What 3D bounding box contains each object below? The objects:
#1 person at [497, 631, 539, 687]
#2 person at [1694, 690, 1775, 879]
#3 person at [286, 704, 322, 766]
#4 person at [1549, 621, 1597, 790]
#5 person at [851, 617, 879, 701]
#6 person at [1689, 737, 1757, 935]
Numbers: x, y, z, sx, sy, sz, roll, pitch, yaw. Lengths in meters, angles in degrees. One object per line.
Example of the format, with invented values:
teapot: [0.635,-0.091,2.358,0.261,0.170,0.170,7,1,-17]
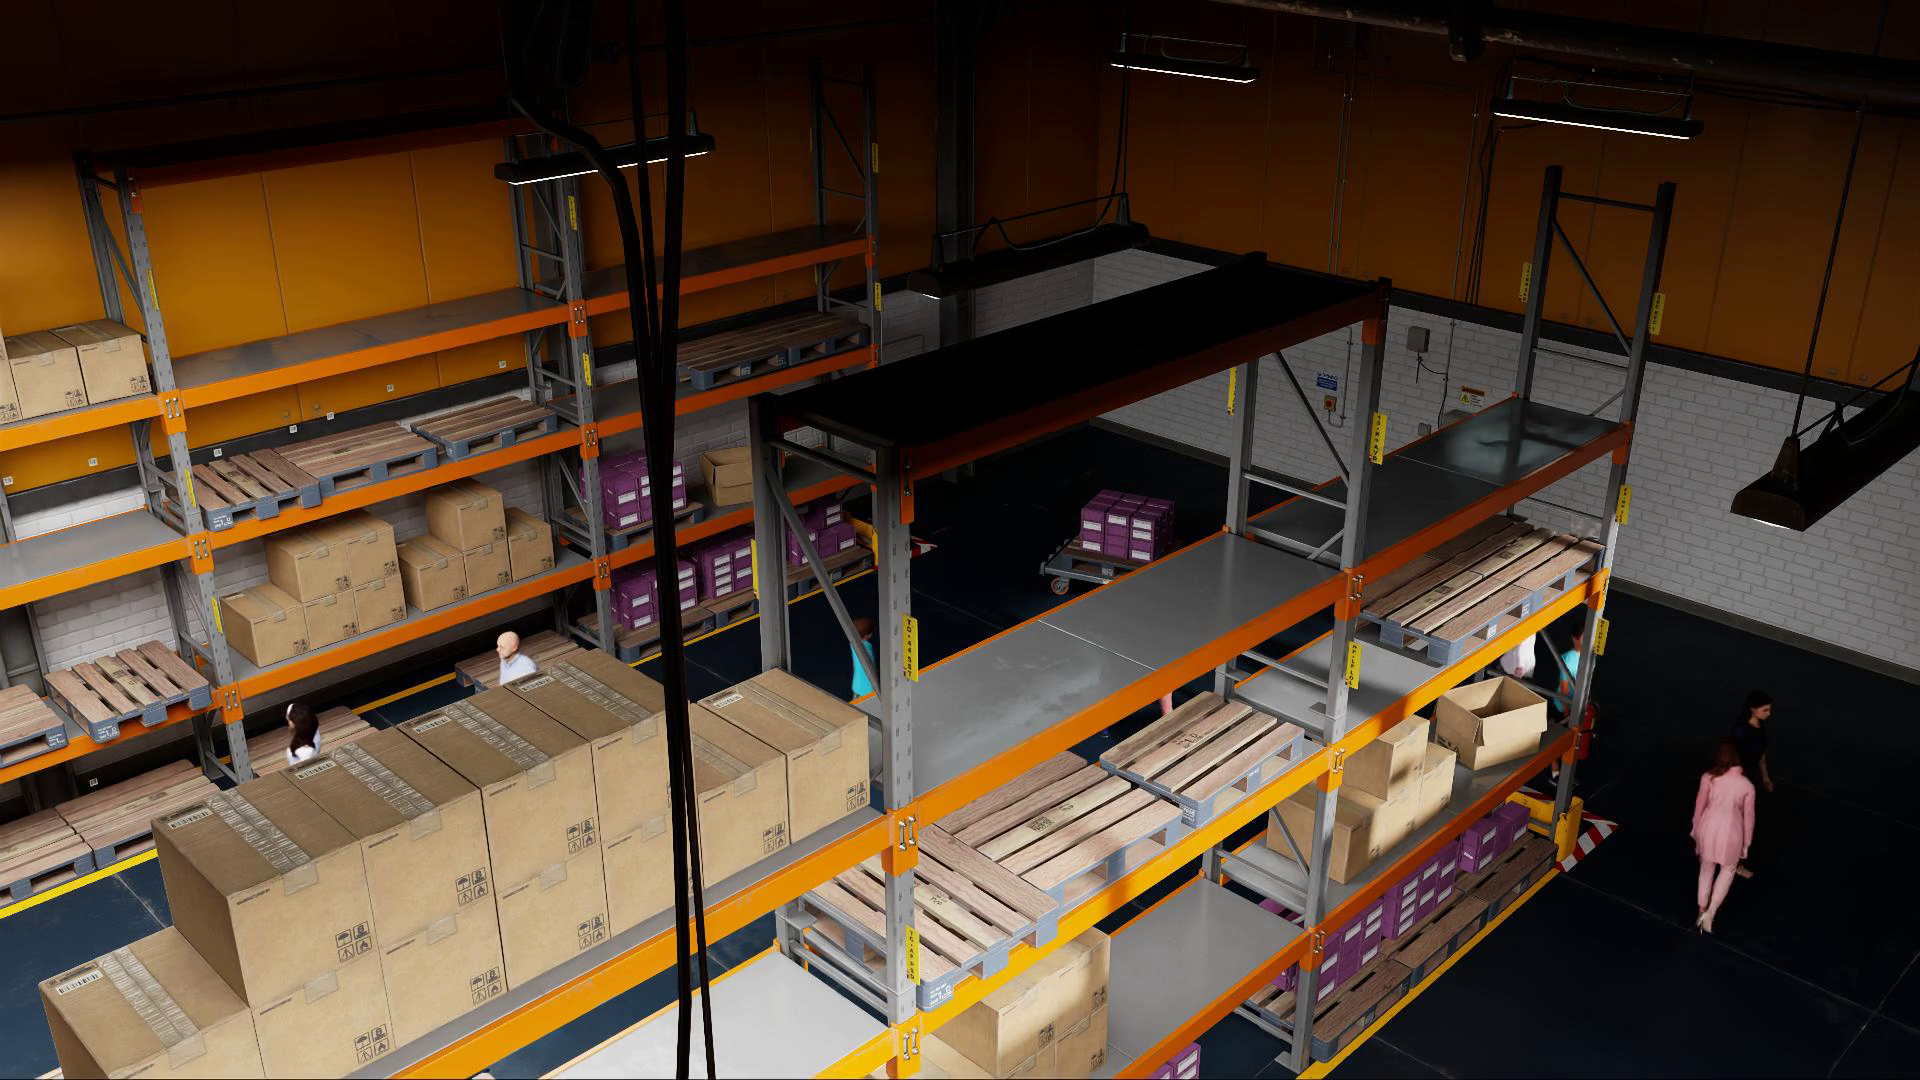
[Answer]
person: [-4.055,1.646,15.373,0.664,1.789,0.583,17,29,34]
person: [6.680,2.053,14.503,0.651,1.740,0.694,19,30,37]
person: [-5.456,2.186,14.113,0.898,1.810,0.850,-4,24,-9]
person: [5.679,1.532,15.666,0.592,1.763,0.745,-16,28,-32]
person: [-0.945,1.415,16.326,0.556,1.449,0.567,-14,27,-28]
person: [6.137,2.466,13.506,0.691,1.782,0.738,16,28,32]
